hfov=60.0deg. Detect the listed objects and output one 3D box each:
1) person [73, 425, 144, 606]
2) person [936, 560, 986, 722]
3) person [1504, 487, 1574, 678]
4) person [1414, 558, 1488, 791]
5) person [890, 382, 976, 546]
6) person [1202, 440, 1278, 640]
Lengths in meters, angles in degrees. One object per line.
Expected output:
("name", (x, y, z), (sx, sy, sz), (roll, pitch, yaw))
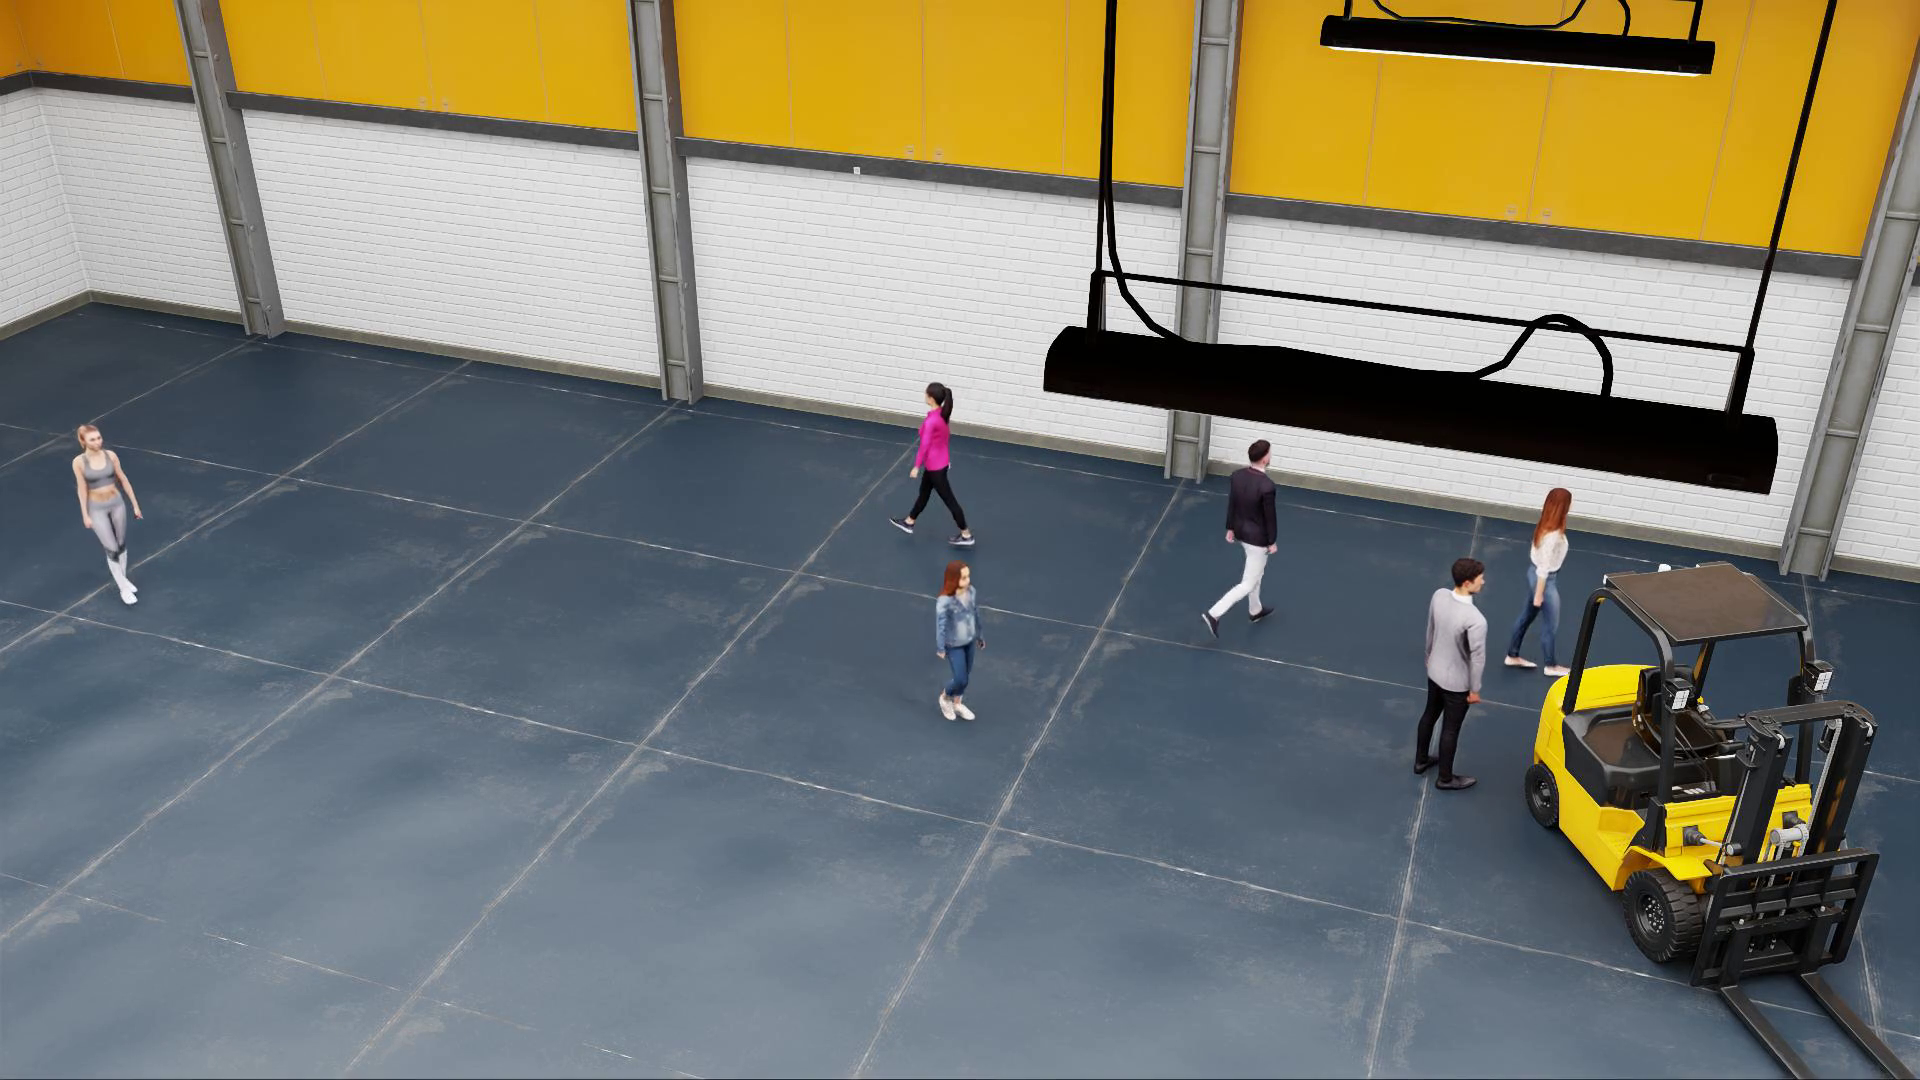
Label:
("person", (-7.808, -0.287, 15.164), (0.864, 1.694, 0.751), (23, 36, 36))
("person", (-0.058, 0.797, 13.415), (0.665, 1.466, 0.653), (23, 36, 35))
("person", (4.816, 0.344, 13.984), (0.849, 1.717, 0.673), (6, 29, 11))
("person", (3.700, 1.002, 12.565), (0.885, 1.920, 0.830), (-12, 31, -21))
("person", (-0.136, -0.681, 15.930), (1.113, 1.652, 0.611), (8, 30, 15))
("person", (2.481, 0.014, 14.480), (1.160, 1.820, 1.144), (-16, 32, -27))
